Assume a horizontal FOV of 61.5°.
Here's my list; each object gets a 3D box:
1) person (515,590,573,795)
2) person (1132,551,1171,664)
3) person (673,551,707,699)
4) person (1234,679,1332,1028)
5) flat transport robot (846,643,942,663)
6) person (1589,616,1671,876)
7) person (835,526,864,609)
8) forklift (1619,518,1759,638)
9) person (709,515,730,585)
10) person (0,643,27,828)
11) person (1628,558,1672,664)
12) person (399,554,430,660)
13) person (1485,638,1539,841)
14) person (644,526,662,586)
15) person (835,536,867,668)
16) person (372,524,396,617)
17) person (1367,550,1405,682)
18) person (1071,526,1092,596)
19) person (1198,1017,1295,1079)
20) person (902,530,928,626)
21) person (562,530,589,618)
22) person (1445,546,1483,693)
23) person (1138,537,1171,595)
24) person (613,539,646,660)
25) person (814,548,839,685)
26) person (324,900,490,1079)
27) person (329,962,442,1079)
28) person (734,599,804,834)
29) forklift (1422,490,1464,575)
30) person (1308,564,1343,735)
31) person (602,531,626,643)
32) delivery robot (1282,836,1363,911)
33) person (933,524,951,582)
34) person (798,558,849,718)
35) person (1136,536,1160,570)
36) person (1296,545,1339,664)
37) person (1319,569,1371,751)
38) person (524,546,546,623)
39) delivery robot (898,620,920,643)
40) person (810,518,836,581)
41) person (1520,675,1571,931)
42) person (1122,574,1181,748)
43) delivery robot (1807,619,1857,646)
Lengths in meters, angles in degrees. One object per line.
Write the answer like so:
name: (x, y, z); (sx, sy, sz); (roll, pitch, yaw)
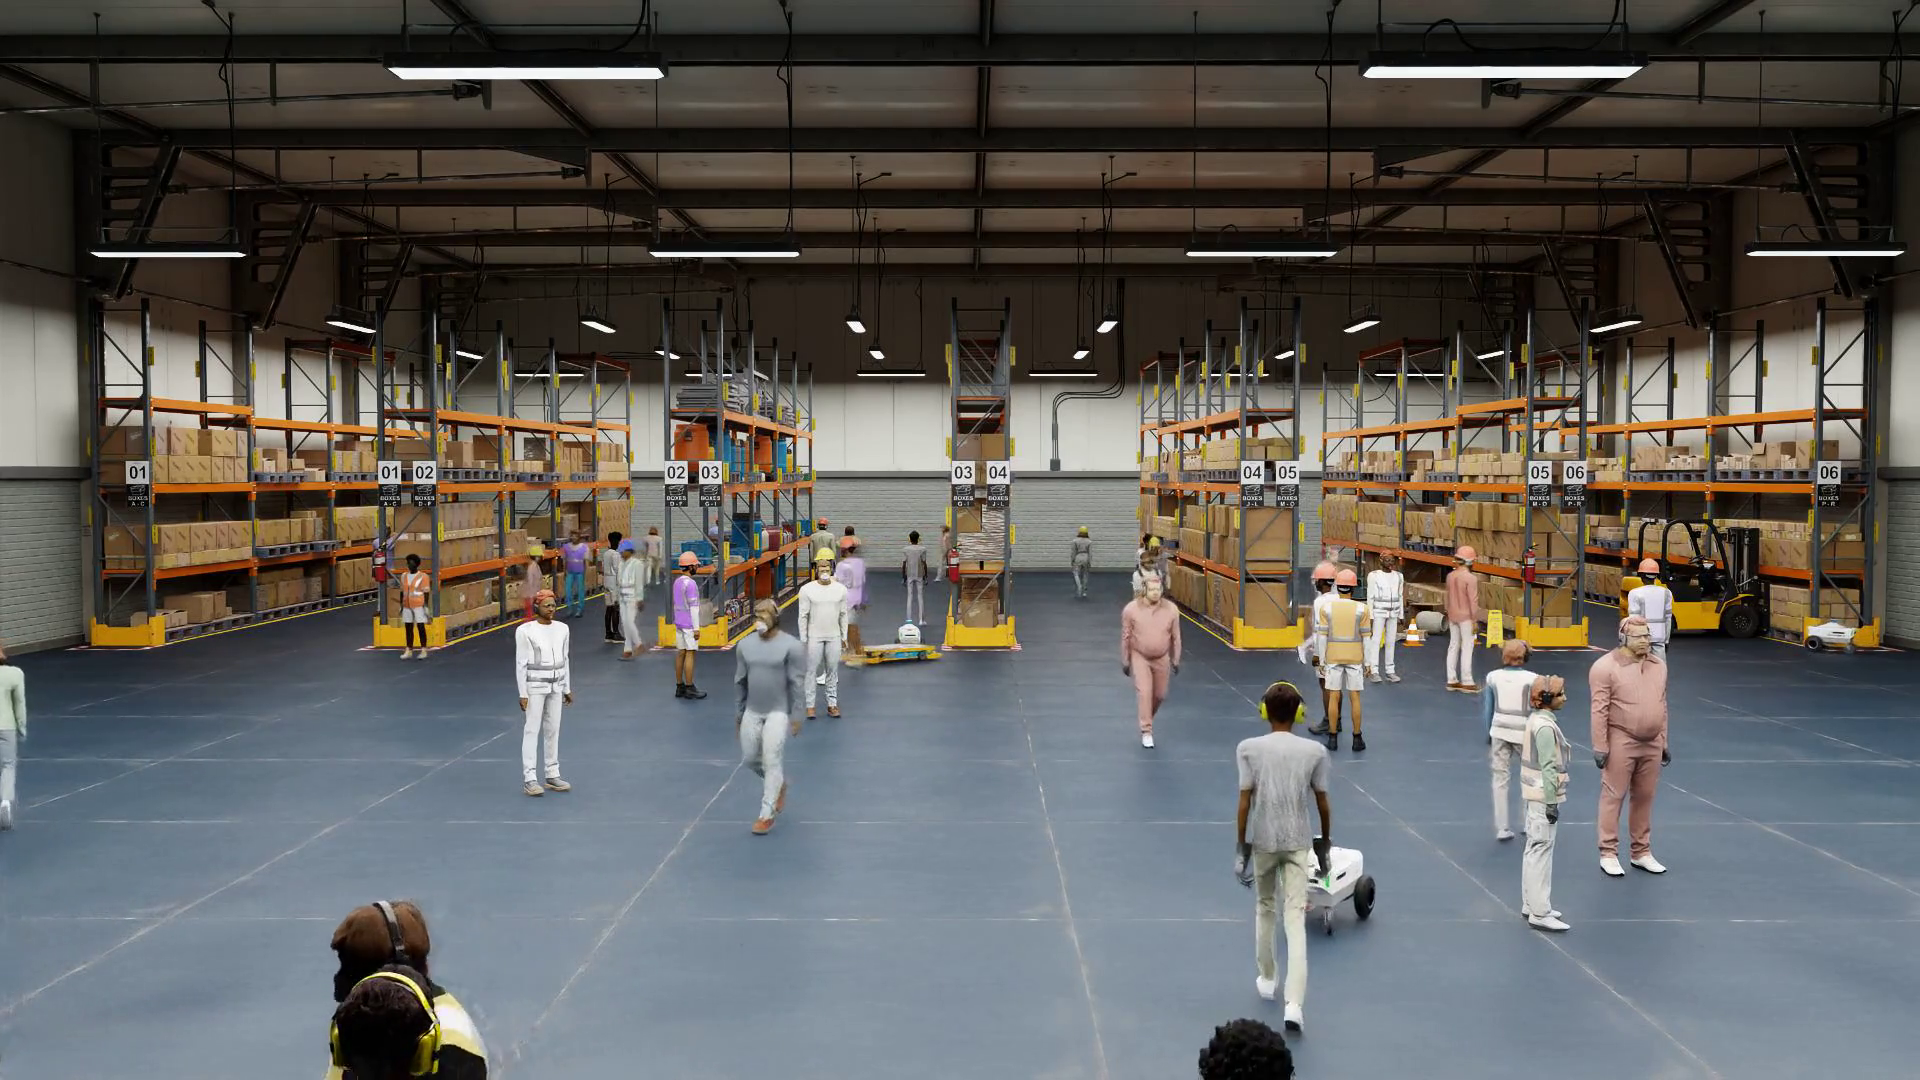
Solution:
person: (-3.861, 1.404, 15.022); (0.356, 1.882, 0.574); (2, 3, 39)
person: (2.881, 1.065, 24.509); (0.624, 1.806, 0.450); (-1, 2, -24)
person: (-3.595, 1.120, 21.410); (0.351, 1.942, 0.547); (-2, 3, -37)
person: (1.770, 1.683, 8.819); (0.534, 1.827, 0.973); (0, 2, 8)
flat transport robot: (-1.046, 1.794, 25.712); (1.431, 0.197, 0.652); (-2, 3, -37)
person: (4.987, 1.513, 11.952); (0.654, 1.906, 0.408); (-1, 2, -16)
person: (-2.427, 0.604, 35.670); (0.627, 1.844, 0.429); (0, 2, 3)
forklift: (13.417, 0.684, 29.791); (2.313, 2.155, 1.214); (0, 2, 0)
person: (-6.409, 0.275, 43.215); (0.556, 1.899, 0.910); (0, 2, -2)
person: (-8.077, 1.595, 13.476); (0.501, 1.607, 0.724); (-1, 3, -32)
person: (8.366, 1.193, 19.638); (0.546, 1.938, 0.361); (0, 2, -6)
person: (-8.752, 1.063, 25.879); (0.540, 1.695, 0.317); (1, 2, 17)
person: (4.538, 1.606, 13.099); (0.538, 1.613, 0.681); (2, 3, 42)
person: (-8.227, 0.425, 43.232); (0.502, 1.593, 0.839); (0, 2, -3)
person: (-1.801, 0.947, 24.851); (0.880, 2.009, 0.632); (1, 3, 33)
person: (-11.983, 0.632, 33.732); (0.627, 1.941, 0.370); (0, 2, 7)
person: (6.080, 1.085, 23.048); (0.573, 1.883, 0.355); (-1, 2, -16)
person: (2.971, 0.512, 39.324); (0.524, 1.728, 0.611); (0, 2, -4)
person: (0.647, 1.953, 3.688); (0.551, 1.682, 0.406); (0, 2, 10)
person: (-0.887, 0.745, 31.718); (0.515, 1.876, 0.329); (0, 2, 4)
person: (-7.966, 0.707, 33.280); (0.604, 1.815, 0.791); (0, 2, 8)
person: (6.877, 1.071, 22.010); (0.401, 1.990, 0.622); (-1, 2, -21)
person: (3.673, 0.845, 30.345); (0.612, 1.783, 0.919); (-1, 2, -17)
person: (-5.298, 0.950, 25.762); (0.651, 1.934, 0.439); (2, 3, 44)
person: (-1.887, 1.071, 22.827); (0.370, 1.927, 0.588); (-1, 2, -13)
person: (-1.479, 1.857, 4.261); (0.440, 1.826, 0.641); (-2, 3, -44)
person: (-1.243, 1.865, 3.557); (0.513, 1.872, 0.328); (0, 2, -1)
person: (-1.589, 1.444, 13.536); (0.651, 1.922, 0.735); (1, 2, 22)
forklift: (13.926, -0.371, 47.846); (1.873, 2.768, 1.129); (0, 2, 0)
person: (4.166, 1.241, 18.426); (0.379, 1.938, 0.547); (2, 3, 40)
person: (-6.095, 0.826, 28.510); (0.367, 1.966, 0.605); (-2, 3, -38)
delivery robot: (2.402, 2.205, 10.680); (0.477, 0.478, 0.707); (1, 3, 32)
person: (-0.335, 0.361, 44.614); (0.694, 1.612, 0.517); (-1, 3, -26)
person: (-1.657, 1.190, 19.683); (0.630, 1.938, 0.366); (-1, 2, -19)
person: (4.062, 0.734, 34.720); (0.546, 1.646, 0.884); (0, 2, 1)
person: (5.586, 1.020, 24.711); (0.737, 1.886, 0.650); (1, 3, 26)
person: (4.143, 1.283, 17.384); (0.551, 1.935, 0.371); (1, 2, 17)
person: (-7.172, 0.978, 27.384); (0.592, 1.744, 0.547); (0, 2, 0)
delivery robot: (-0.840, 1.569, 26.678); (0.477, 0.478, 0.707); (0, 2, -5)
person: (-3.118, 0.483, 36.821); (0.609, 1.993, 0.382); (0, 2, 8)
person: (3.829, 1.700, 10.575); (0.306, 1.639, 0.523); (0, 2, 12)
person: (2.093, 1.300, 17.785); (0.652, 1.878, 0.768); (0, 2, -7)
delivery robot: (14.556, 1.558, 26.952); (0.707, 0.478, 0.477); (2, 3, 38)
